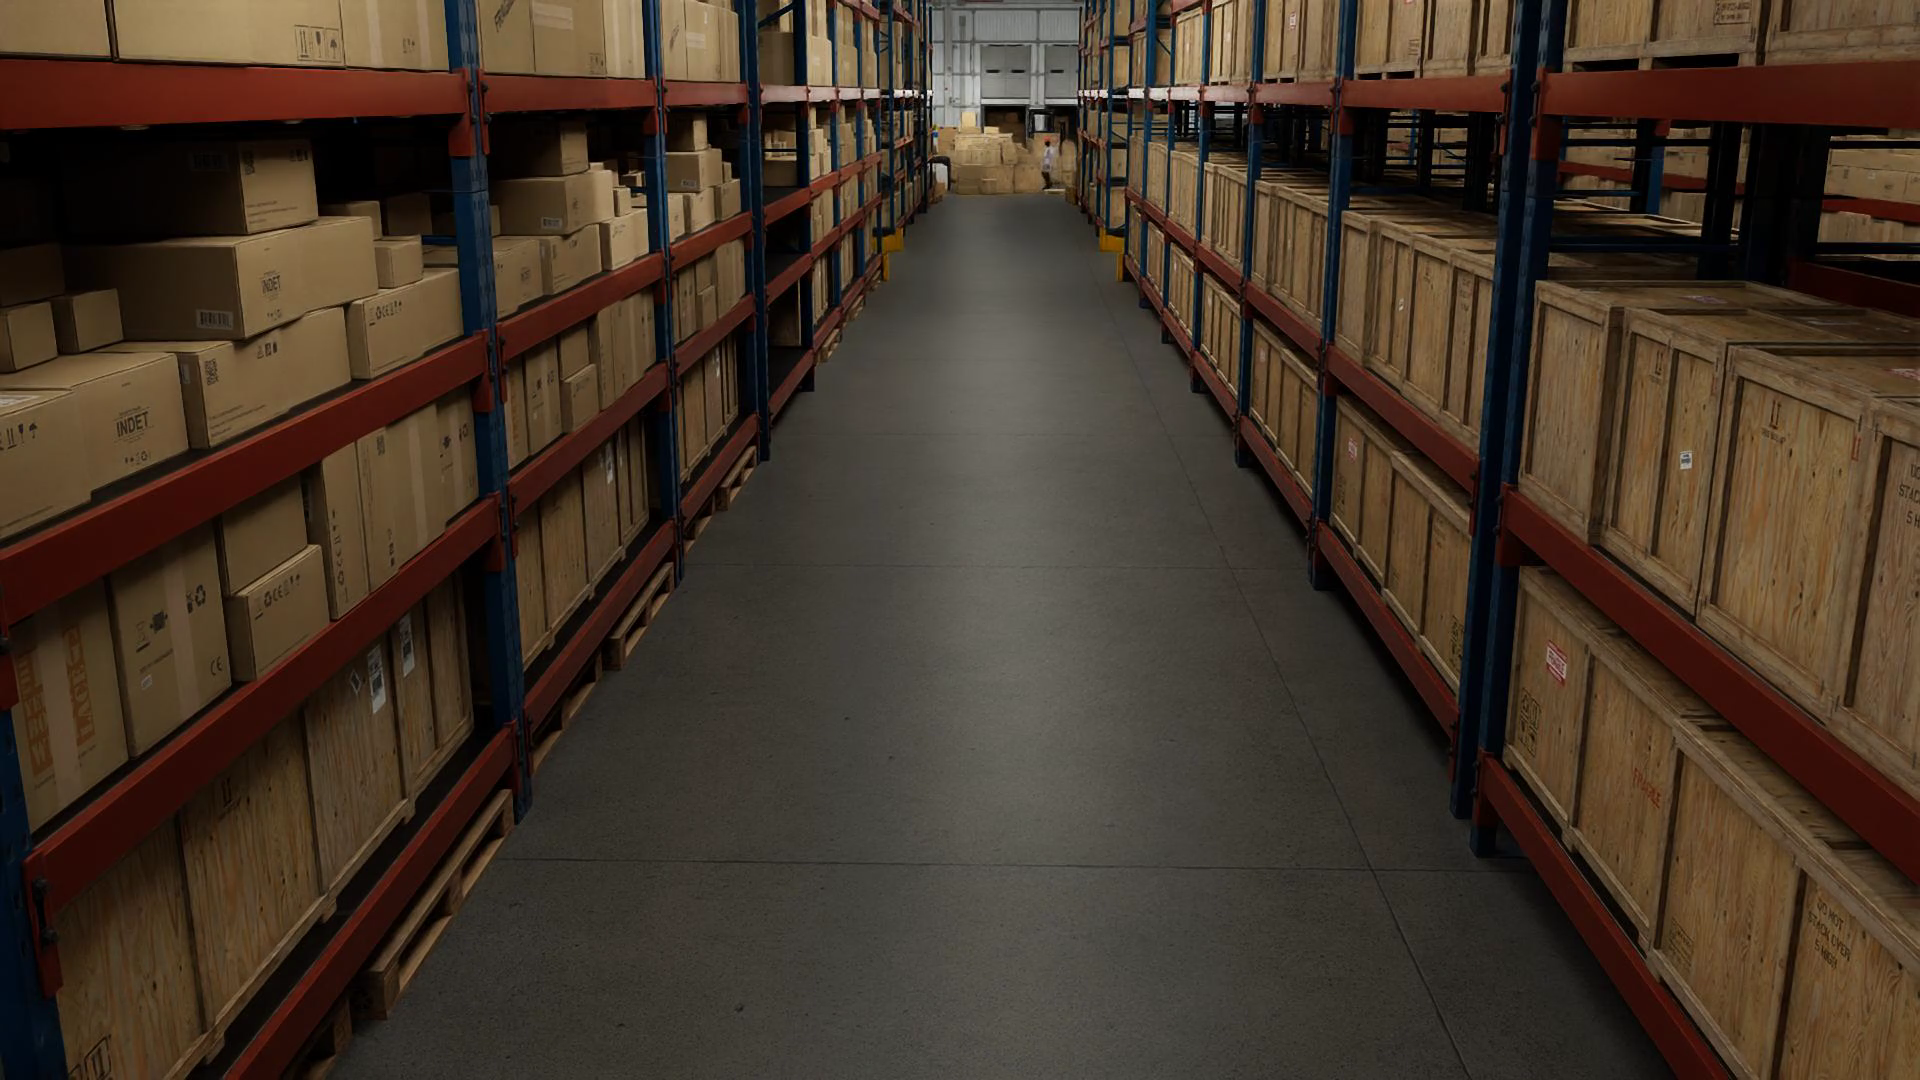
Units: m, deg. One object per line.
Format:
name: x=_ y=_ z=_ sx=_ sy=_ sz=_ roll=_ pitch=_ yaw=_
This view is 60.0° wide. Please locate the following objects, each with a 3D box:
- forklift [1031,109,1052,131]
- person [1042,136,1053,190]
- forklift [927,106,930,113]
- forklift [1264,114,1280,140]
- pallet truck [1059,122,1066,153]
forklift: x=3.436 y=-16.836 z=70.433 sx=1.129 sy=2.768 sz=1.873 roll=0 pitch=15 yaw=2
person: x=3.196 y=-13.824 z=61.019 sx=0.383 sy=1.927 sz=0.569 roll=-7 pitch=16 yaw=-24
forklift: x=-2.001 y=-20.667 z=84.687 sx=1.129 sy=2.768 sz=1.873 roll=0 pitch=15 yaw=2
forklift: x=11.023 y=-13.965 z=59.751 sx=1.129 sy=2.768 sz=1.873 roll=0 pitch=15 yaw=2
pallet truck: x=5.788 y=-21.111 z=88.014 sx=1.885 sy=1.965 sz=0.823 roll=5 pitch=16 yaw=18
